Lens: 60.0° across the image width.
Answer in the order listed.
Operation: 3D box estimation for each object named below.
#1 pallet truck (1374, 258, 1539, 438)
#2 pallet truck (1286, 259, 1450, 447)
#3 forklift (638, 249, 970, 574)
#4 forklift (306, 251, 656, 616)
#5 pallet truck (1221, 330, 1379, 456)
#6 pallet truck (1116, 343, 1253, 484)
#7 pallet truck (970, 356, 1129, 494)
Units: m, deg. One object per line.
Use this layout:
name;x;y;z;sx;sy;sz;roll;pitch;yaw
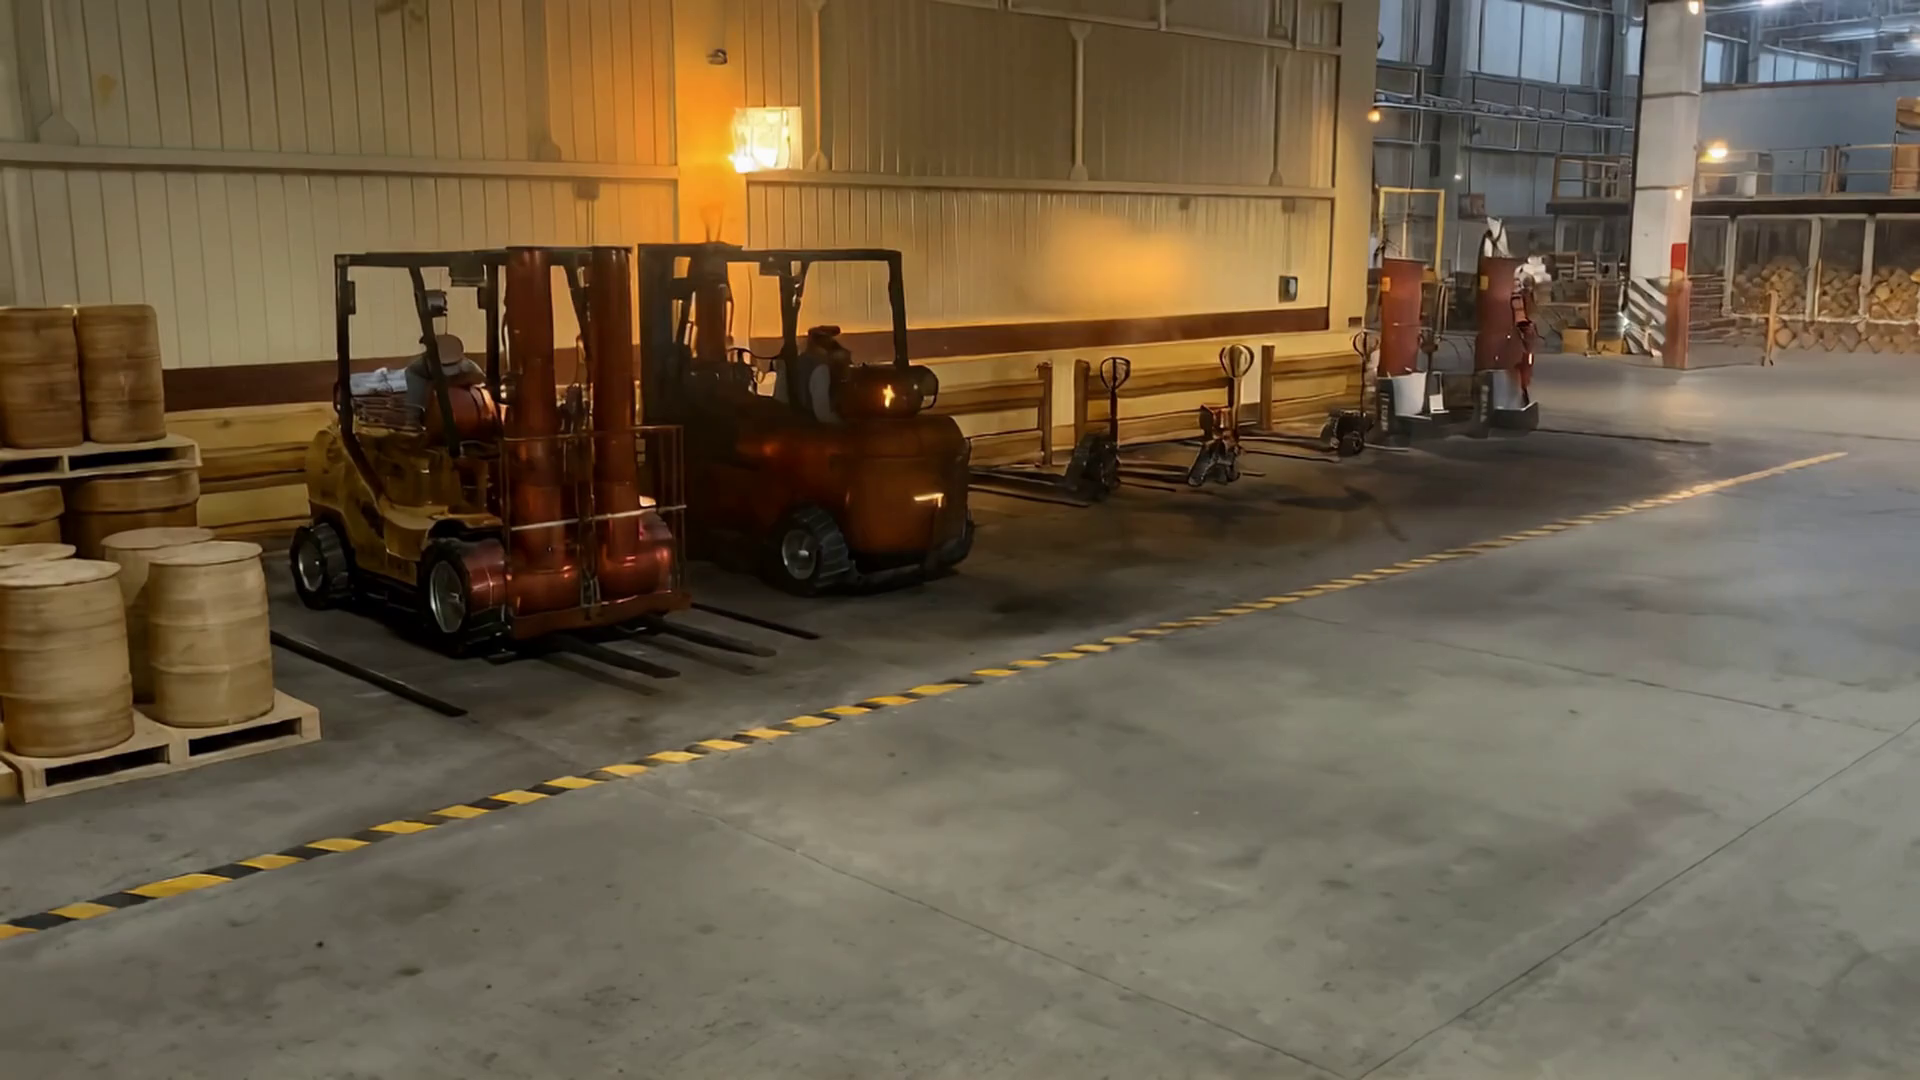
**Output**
pallet truck;5.704;-2.208;18.901;1.885;1.965;0.823;10;14;43
pallet truck;4.493;-2.078;18.196;0.823;1.965;1.885;-9;14;-40
forklift;-1.173;-0.958;11.239;2.680;1.987;1.157;10;14;43
forklift;-2.833;-0.669;9.694;1.157;1.987;2.680;-10;14;-44
pallet truck;3.563;-1.581;17.381;0.653;1.274;1.630;-10;14;-44
pallet truck;1.962;-1.215;15.415;1.522;1.261;0.704;10;14;43
pallet truck;0.784;-1.085;14.876;0.680;1.201;1.601;-10;14;-44
